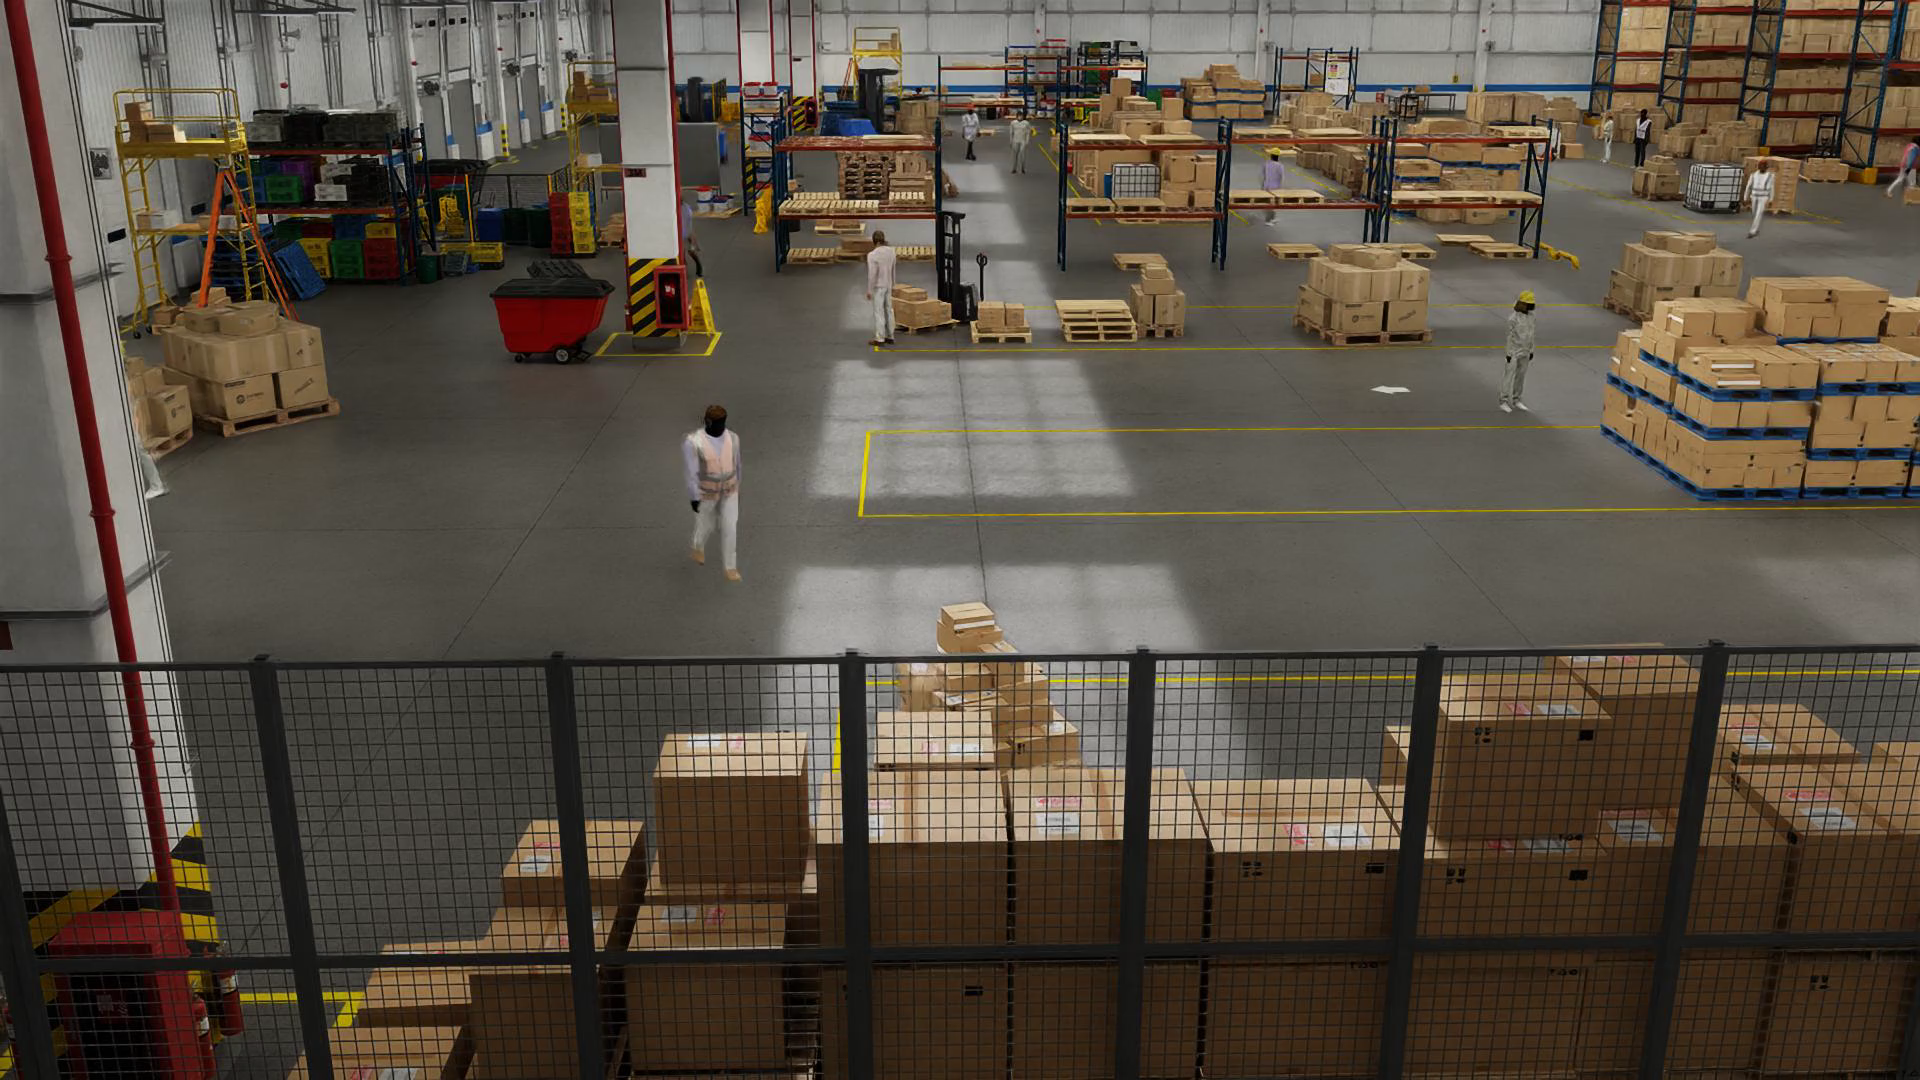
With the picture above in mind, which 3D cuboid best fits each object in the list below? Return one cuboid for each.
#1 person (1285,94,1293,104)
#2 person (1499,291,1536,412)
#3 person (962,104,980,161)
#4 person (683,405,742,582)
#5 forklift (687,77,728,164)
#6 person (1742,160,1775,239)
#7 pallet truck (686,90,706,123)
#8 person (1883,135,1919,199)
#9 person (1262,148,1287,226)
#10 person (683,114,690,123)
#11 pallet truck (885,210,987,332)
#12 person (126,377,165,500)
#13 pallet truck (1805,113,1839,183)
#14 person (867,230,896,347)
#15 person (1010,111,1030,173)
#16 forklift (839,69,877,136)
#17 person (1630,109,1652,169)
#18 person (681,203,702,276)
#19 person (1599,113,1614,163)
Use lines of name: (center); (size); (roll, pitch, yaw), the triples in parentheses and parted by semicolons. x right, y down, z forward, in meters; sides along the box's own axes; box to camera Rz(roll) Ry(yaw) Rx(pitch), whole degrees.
person: (12.840, -16.751, 65.511); (0.450, 1.620, 0.521); (2, 19, 7)
person: (7.940, -2.675, 23.577); (0.480, 1.734, 0.337); (-9, 21, -26)
person: (0.366, -13.847, 56.500); (0.550, 1.886, 1.035); (-8, 20, -23)
person: (-2.513, -0.504, 17.022); (0.628, 1.809, 0.723); (-9, 21, -26)
forklift: (-8.726, -13.868, 55.012); (1.873, 2.768, 1.129); (-1, 19, -1)
person: (18.962, -8.099, 39.525); (1.004, 1.828, 0.604); (-17, 25, -41)
pallet truck: (-9.671, -15.907, 62.421); (0.823, 1.965, 1.885); (5, 19, 15)
person: (26.425, -10.407, 46.447); (0.897, 1.791, 0.659); (2, 19, 5)
person: (7.913, -8.840, 41.599); (0.791, 1.903, 0.603); (-15, 24, -38)
person: (-8.942, -13.114, 54.608); (0.386, 1.683, 0.557); (-3, 19, -9)
pallet truck: (-0.493, -4.759, 29.349); (1.885, 1.965, 0.823); (-13, 23, -34)
person: (-9.816, -1.313, 19.309); (0.613, 1.871, 0.974); (14, 23, 36)
pallet truck: (26.403, -11.957, 50.702); (0.823, 1.965, 1.885); (6, 19, 16)
person: (-1.317, -4.200, 27.783); (0.354, 1.936, 0.635); (14, 23, 37)
person: (1.890, -12.615, 52.746); (0.630, 1.940, 0.372); (2, 19, 5)
forklift: (-3.352, -15.533, 59.950); (1.873, 2.768, 1.129); (-10, 21, -28)
person: (22.126, -13.010, 53.967); (0.398, 1.911, 0.587); (-8, 20, -23)
person: (-5.620, -6.244, 33.916); (0.569, 1.896, 0.883); (7, 20, 21)
person: (21.777, -13.532, 55.924); (0.311, 1.642, 0.512); (1, 19, 4)
